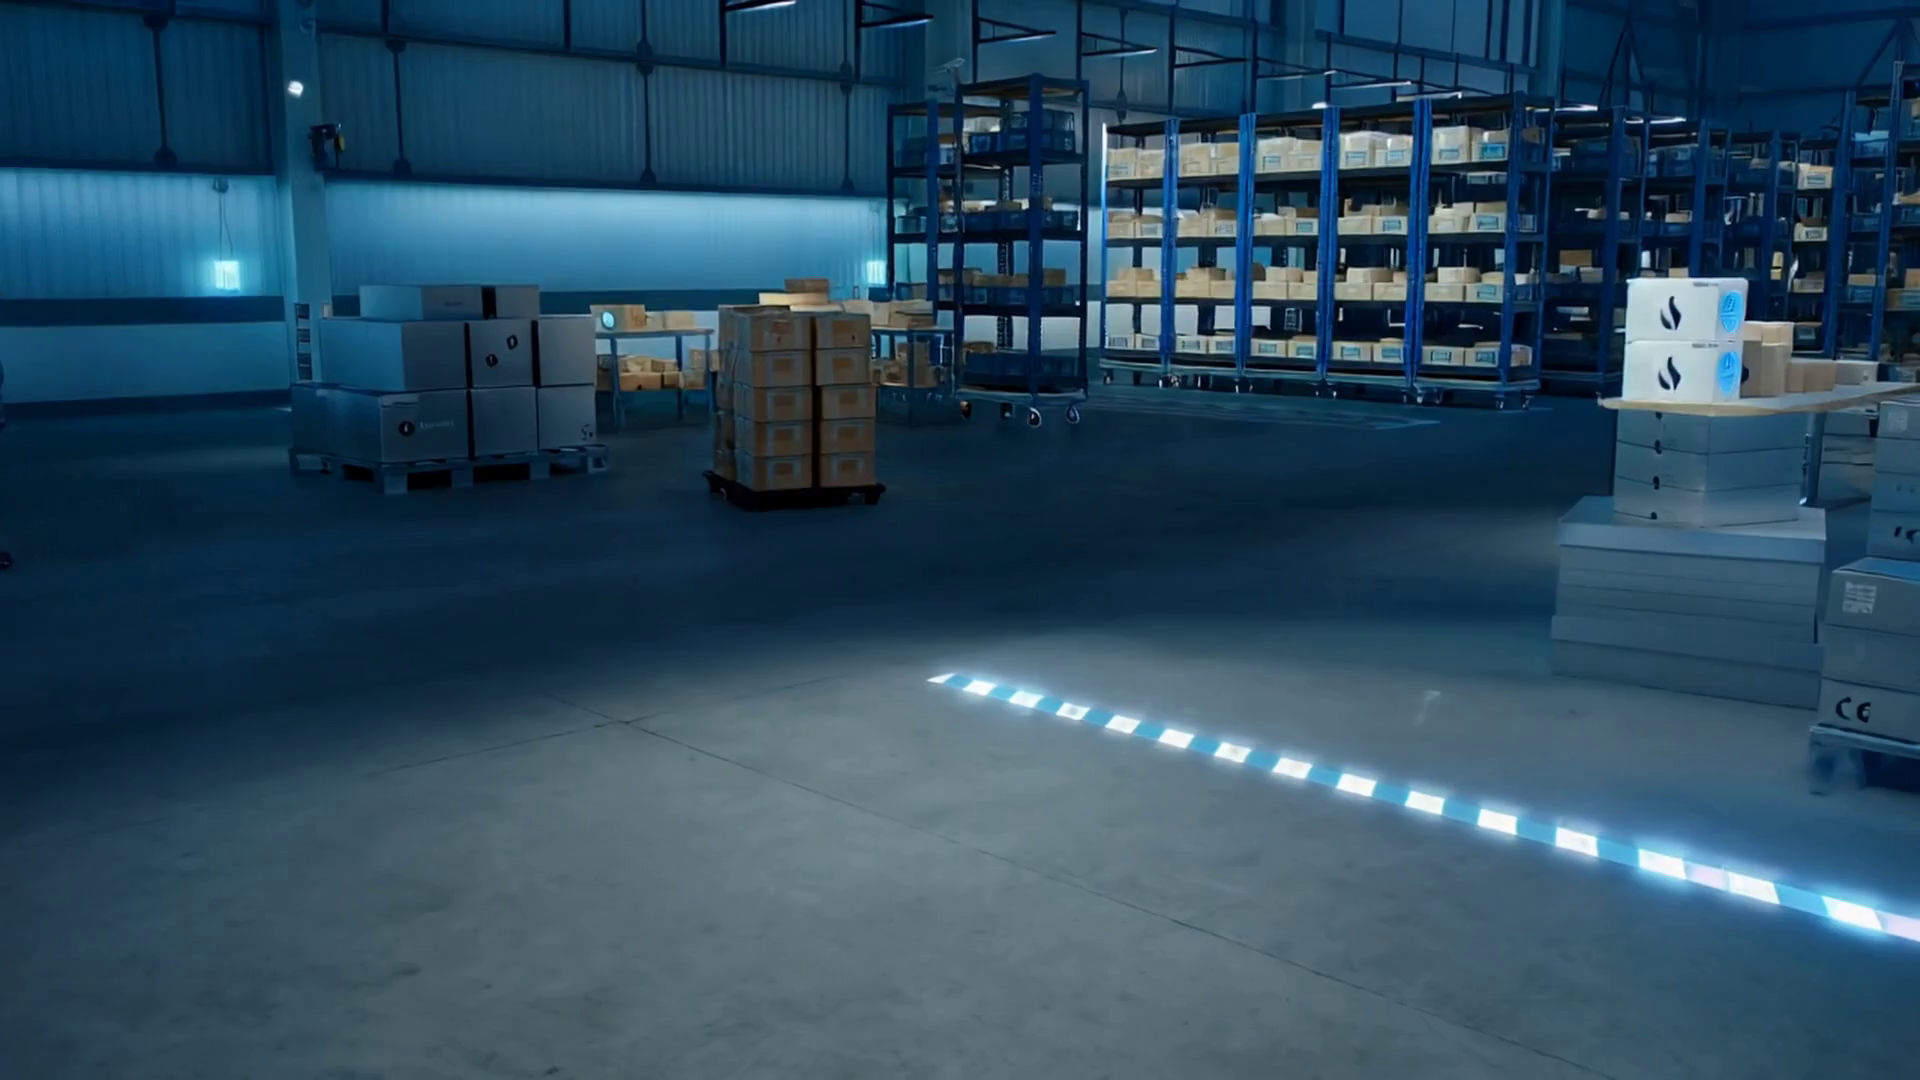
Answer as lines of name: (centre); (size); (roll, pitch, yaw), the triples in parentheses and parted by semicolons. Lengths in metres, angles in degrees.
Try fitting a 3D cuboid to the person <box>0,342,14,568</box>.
person: (-5.543, -0.777, 9.081); (0.614, 1.947, 0.388); (-3, 10, -16)
